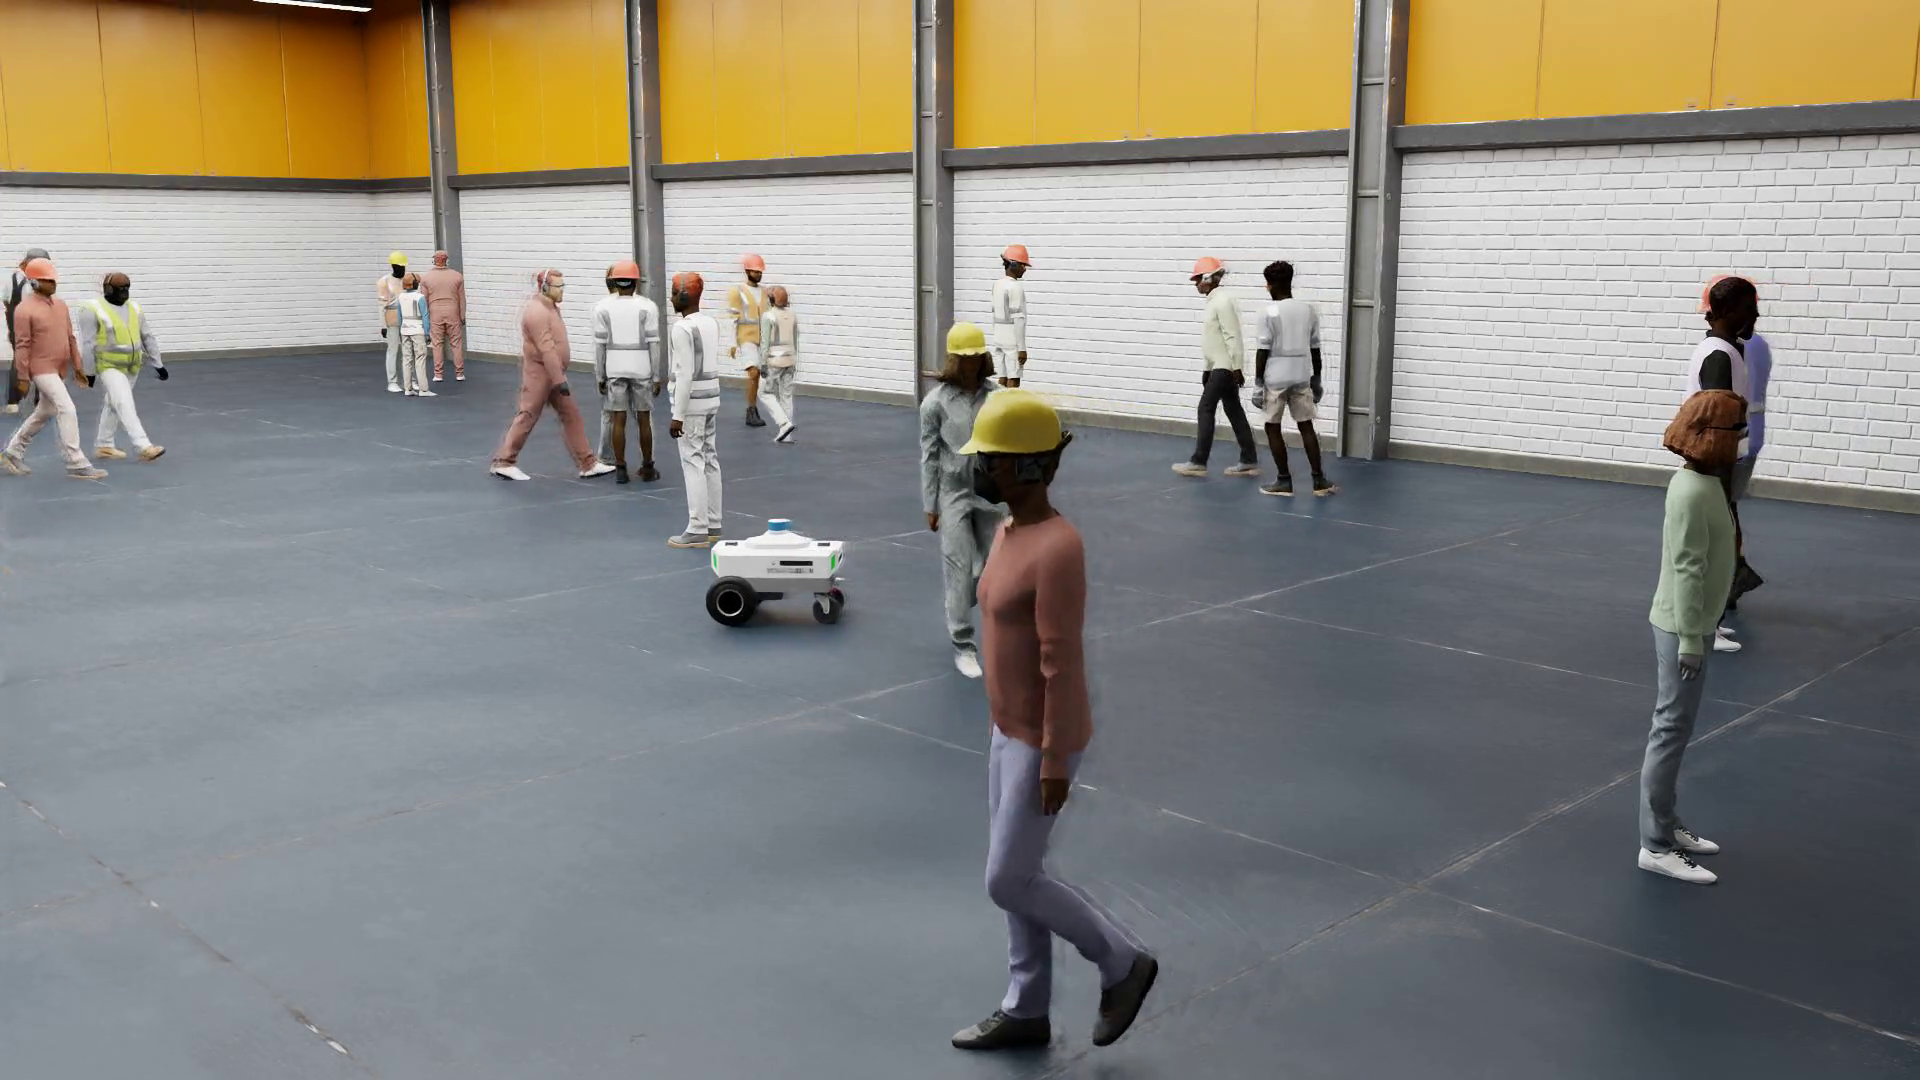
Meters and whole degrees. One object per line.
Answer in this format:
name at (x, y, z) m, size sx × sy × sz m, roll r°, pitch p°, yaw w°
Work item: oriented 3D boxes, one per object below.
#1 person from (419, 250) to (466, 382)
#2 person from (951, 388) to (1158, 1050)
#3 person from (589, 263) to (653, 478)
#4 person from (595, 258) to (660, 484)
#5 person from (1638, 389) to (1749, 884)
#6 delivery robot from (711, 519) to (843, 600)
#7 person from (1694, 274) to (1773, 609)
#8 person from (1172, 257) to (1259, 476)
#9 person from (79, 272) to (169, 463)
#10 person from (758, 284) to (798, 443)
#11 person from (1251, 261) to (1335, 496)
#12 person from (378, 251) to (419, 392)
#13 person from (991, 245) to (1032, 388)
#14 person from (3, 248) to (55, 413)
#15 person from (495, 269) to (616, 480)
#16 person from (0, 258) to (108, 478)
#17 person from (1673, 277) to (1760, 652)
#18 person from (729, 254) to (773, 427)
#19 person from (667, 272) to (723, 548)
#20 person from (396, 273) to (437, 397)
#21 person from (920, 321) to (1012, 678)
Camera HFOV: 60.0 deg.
person at (-7.543, -3.264, 24.305) m, size 0.641 × 1.910 × 0.401 m, roll -4°, pitch 11°, yaw -20°
person at (0.212, 0.490, 4.238) m, size 0.448 × 1.756 × 0.540 m, roll -3°, pitch 11°, yaw -13°
person at (-2.985, -1.495, 14.735) m, size 0.623 × 1.889 × 0.973 m, roll -6°, pitch 12°, yaw -29°
person at (-2.845, -1.447, 14.324) m, size 0.546 × 1.936 × 0.367 m, roll 0°, pitch 10°, yaw -2°
person at (2.456, 0.310, 5.568) m, size 0.280 × 1.633 × 0.502 m, roll 5°, pitch 12°, yaw 26°
delivery robot at (-1.011, 0.125, 9.258) m, size 0.707 × 0.478 × 0.477 m, roll 0°, pitch 10°, yaw 2°
person at (4.346, -0.537, 9.426) m, size 0.581 × 1.910 × 0.432 m, roll -8°, pitch 13°, yaw -36°
person at (2.275, -1.530, 14.780) m, size 0.898 × 1.933 × 0.618 m, roll 1°, pitch 10°, yaw 7°
person at (-7.885, -1.617, 15.677) m, size 0.988 × 1.783 × 0.642 m, roll 4°, pitch 11°, yaw 21°
person at (-1.858, -1.790, 17.011) m, size 0.362 × 1.628 × 0.541 m, roll 8°, pitch 13°, yaw 37°
person at (2.740, -1.310, 13.632) m, size 0.770 × 1.930 × 0.465 m, roll -4°, pitch 11°, yaw -22°
person at (-7.646, -2.971, 22.702) m, size 0.404 × 1.915 × 0.606 m, roll 7°, pitch 12°, yaw 33°
person at (0.548, -2.014, 17.148) m, size 0.392 × 2.033 × 0.605 m, roll -4°, pitch 11°, yaw -22°
person at (-11.220, -2.558, 20.095) m, size 0.810 × 2.000 × 0.591 m, roll 4°, pitch 11°, yaw 21°
person at (-3.587, -1.422, 14.455) m, size 1.042 × 1.849 × 0.630 m, roll 1°, pitch 10°, yaw 5°
person at (-8.091, -1.508, 14.640) m, size 1.017 × 1.949 × 0.602 m, roll 0°, pitch 10°, yaw 2°
person at (3.913, -0.398, 8.648) m, size 0.392 × 1.919 × 0.592 m, roll 4°, pitch 11°, yaw 21°
person at (-2.236, -2.209, 18.511) m, size 0.570 × 1.919 × 0.649 m, roll -10°, pitch 14°, yaw -43°
person at (-1.827, -0.889, 11.417) m, size 0.341 × 1.883 × 0.587 m, roll 3°, pitch 11°, yaw 16°
person at (-7.215, -2.706, 21.995) m, size 0.514 × 1.641 × 0.307 m, roll 5°, pitch 11°, yaw 25°
person at (0.024, -0.216, 8.182) m, size 0.495 × 1.725 × 0.533 m, roll -5°, pitch 11°, yaw -23°
